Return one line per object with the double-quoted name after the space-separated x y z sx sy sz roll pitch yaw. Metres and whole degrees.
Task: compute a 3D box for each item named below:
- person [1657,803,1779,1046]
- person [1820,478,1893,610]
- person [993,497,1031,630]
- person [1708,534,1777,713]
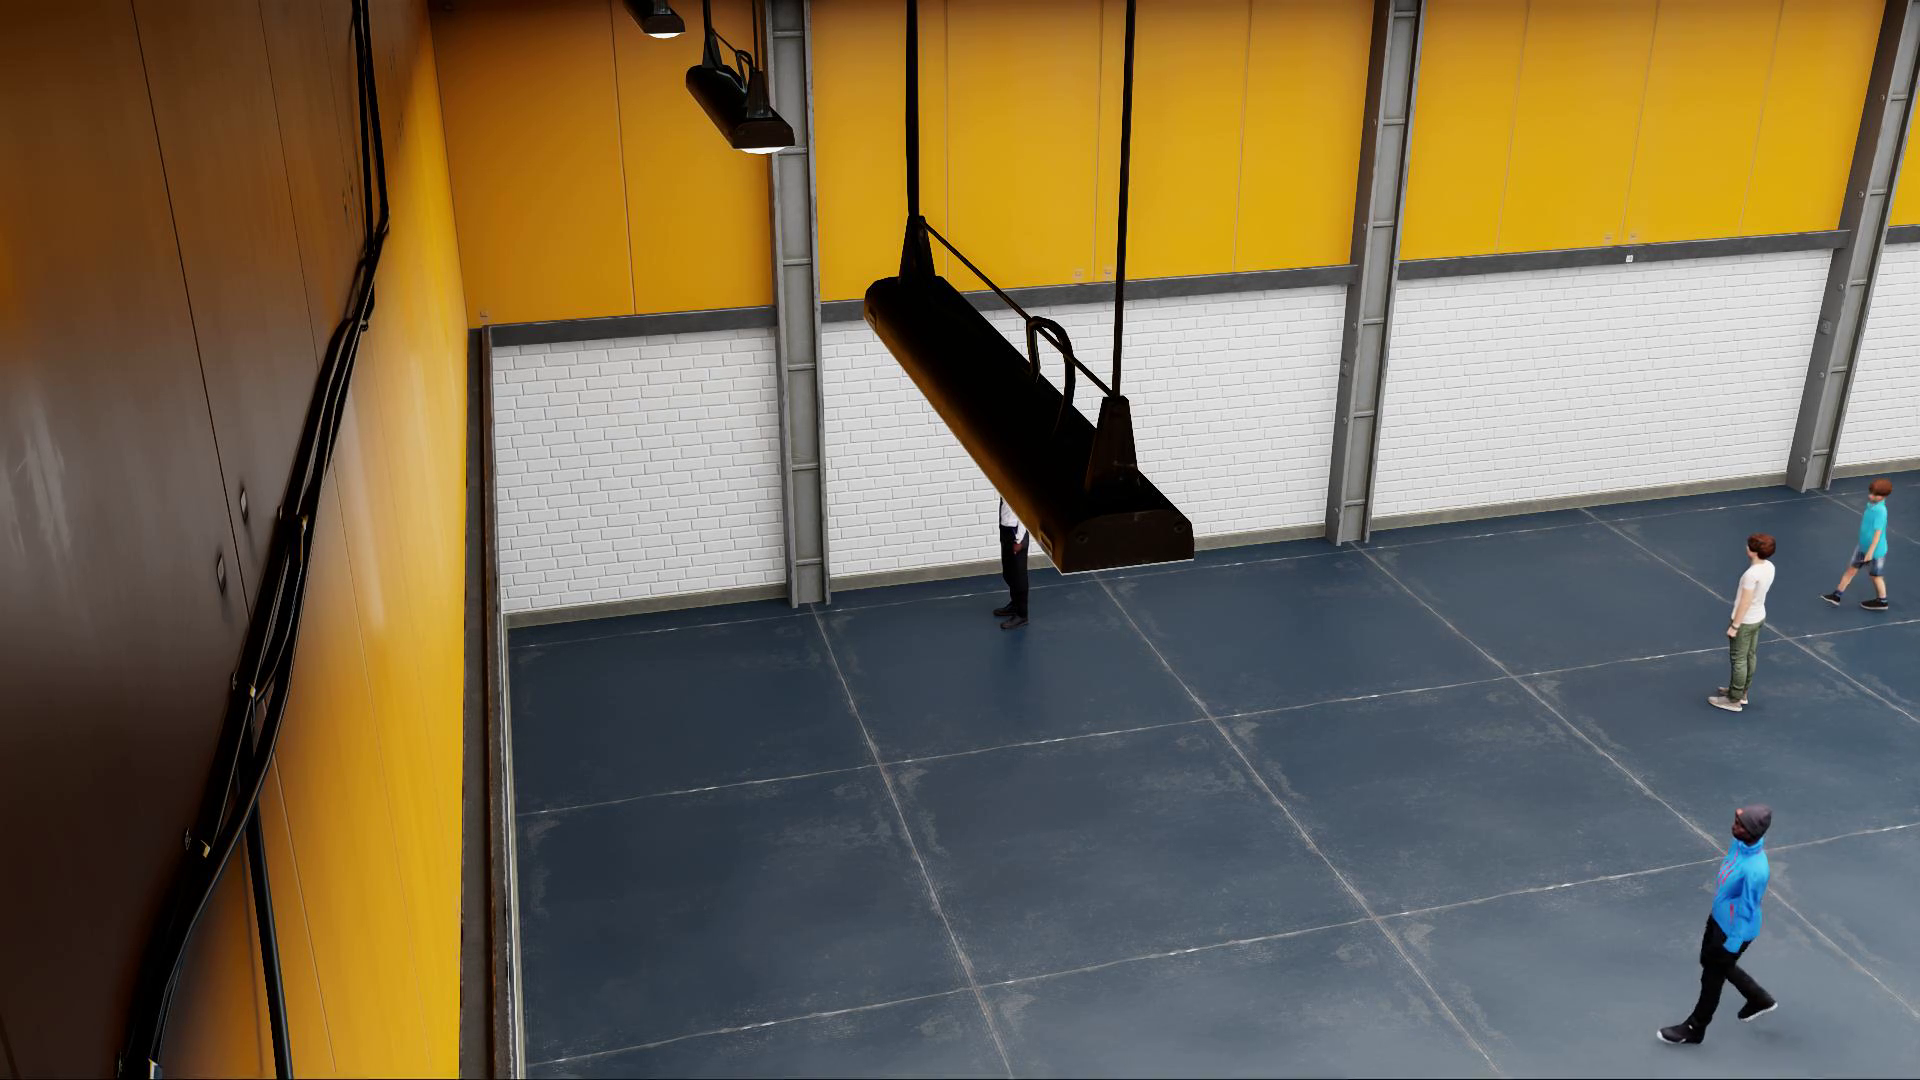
4.931 2.444 10.470 1.061 1.780 0.855 3 24 6 "person"
9.062 0.049 16.407 0.974 1.412 0.734 4 24 10 "person"
0.541 -0.051 16.106 0.537 1.836 0.642 -5 24 -11 "person"
6.913 0.709 14.594 0.614 1.654 0.719 -20 31 -38 "person"
